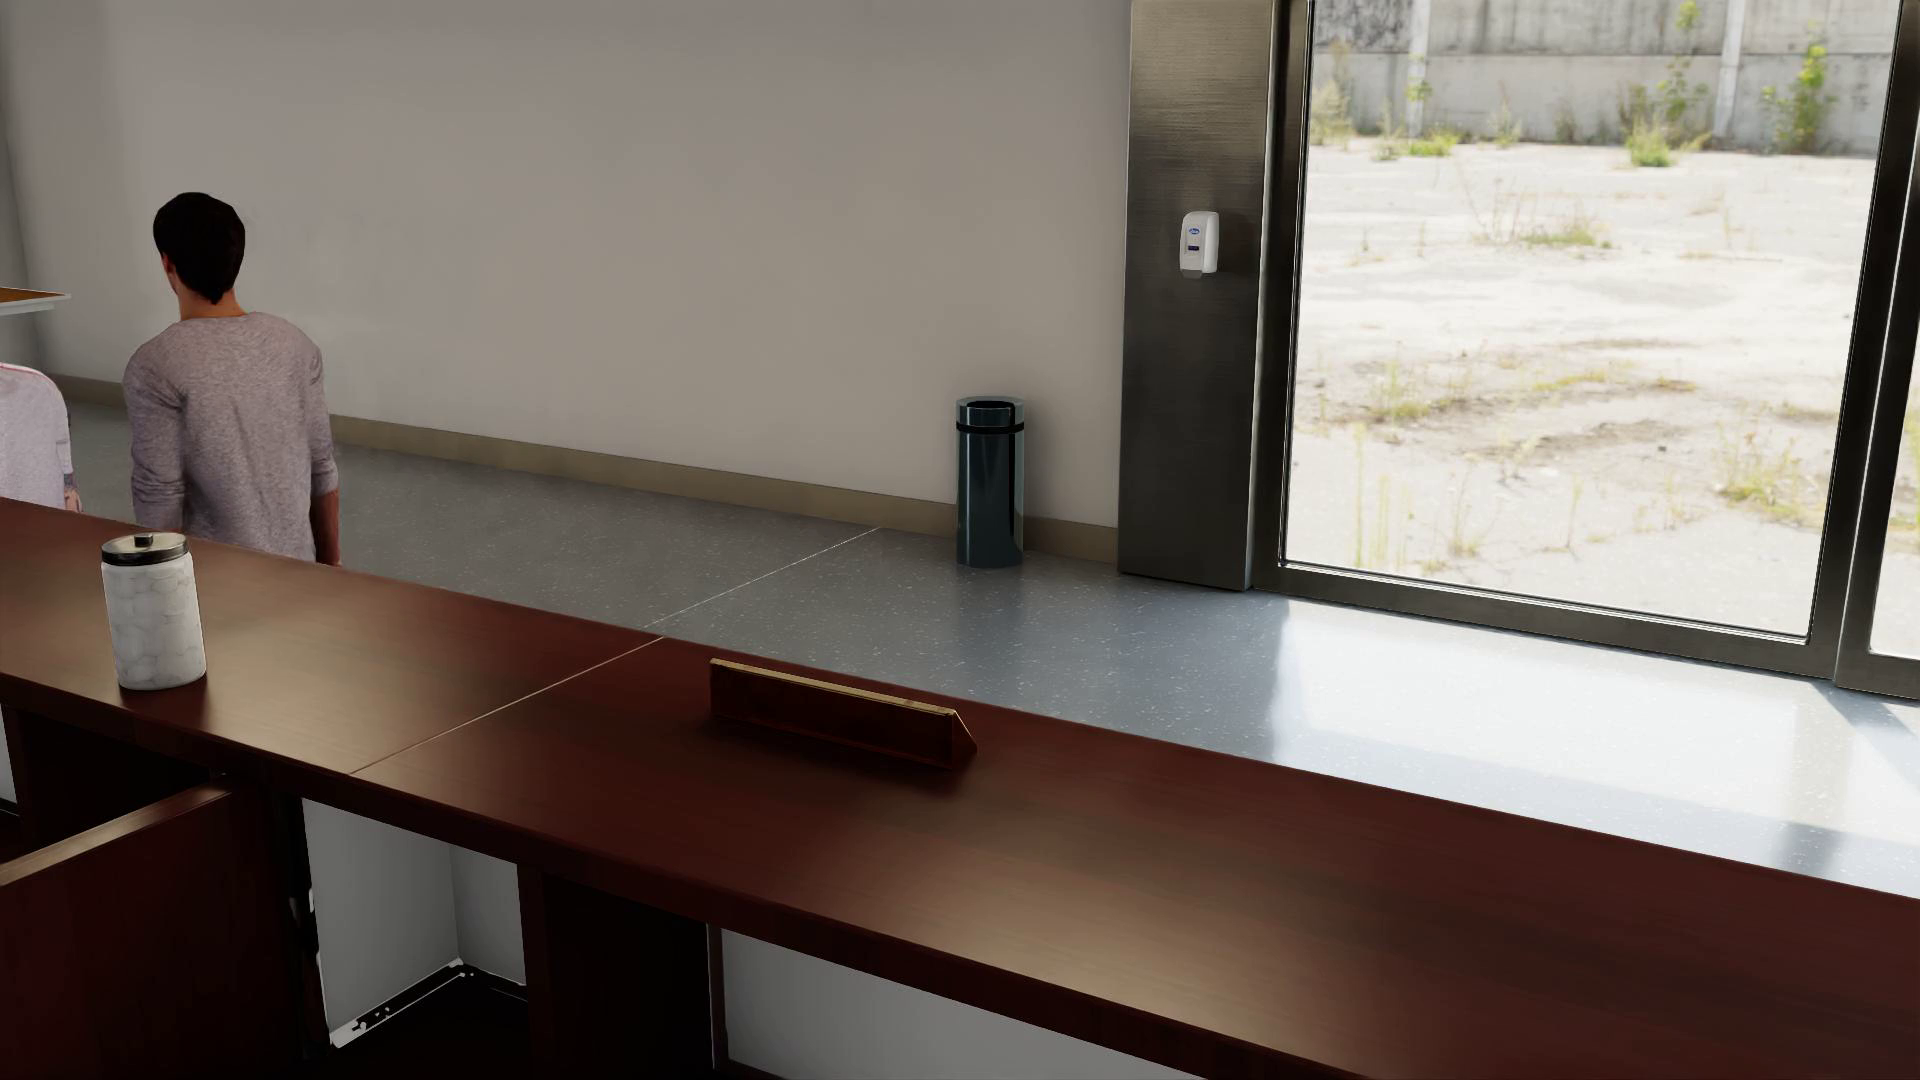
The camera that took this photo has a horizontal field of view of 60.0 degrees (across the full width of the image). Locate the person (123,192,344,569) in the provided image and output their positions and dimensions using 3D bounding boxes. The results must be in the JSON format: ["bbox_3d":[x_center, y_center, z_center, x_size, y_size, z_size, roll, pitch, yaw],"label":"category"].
[{"bbox_3d":[-1.658,0.115,3.975,0.759,1.825,0.948,10,19,32],"label":"person"}]
